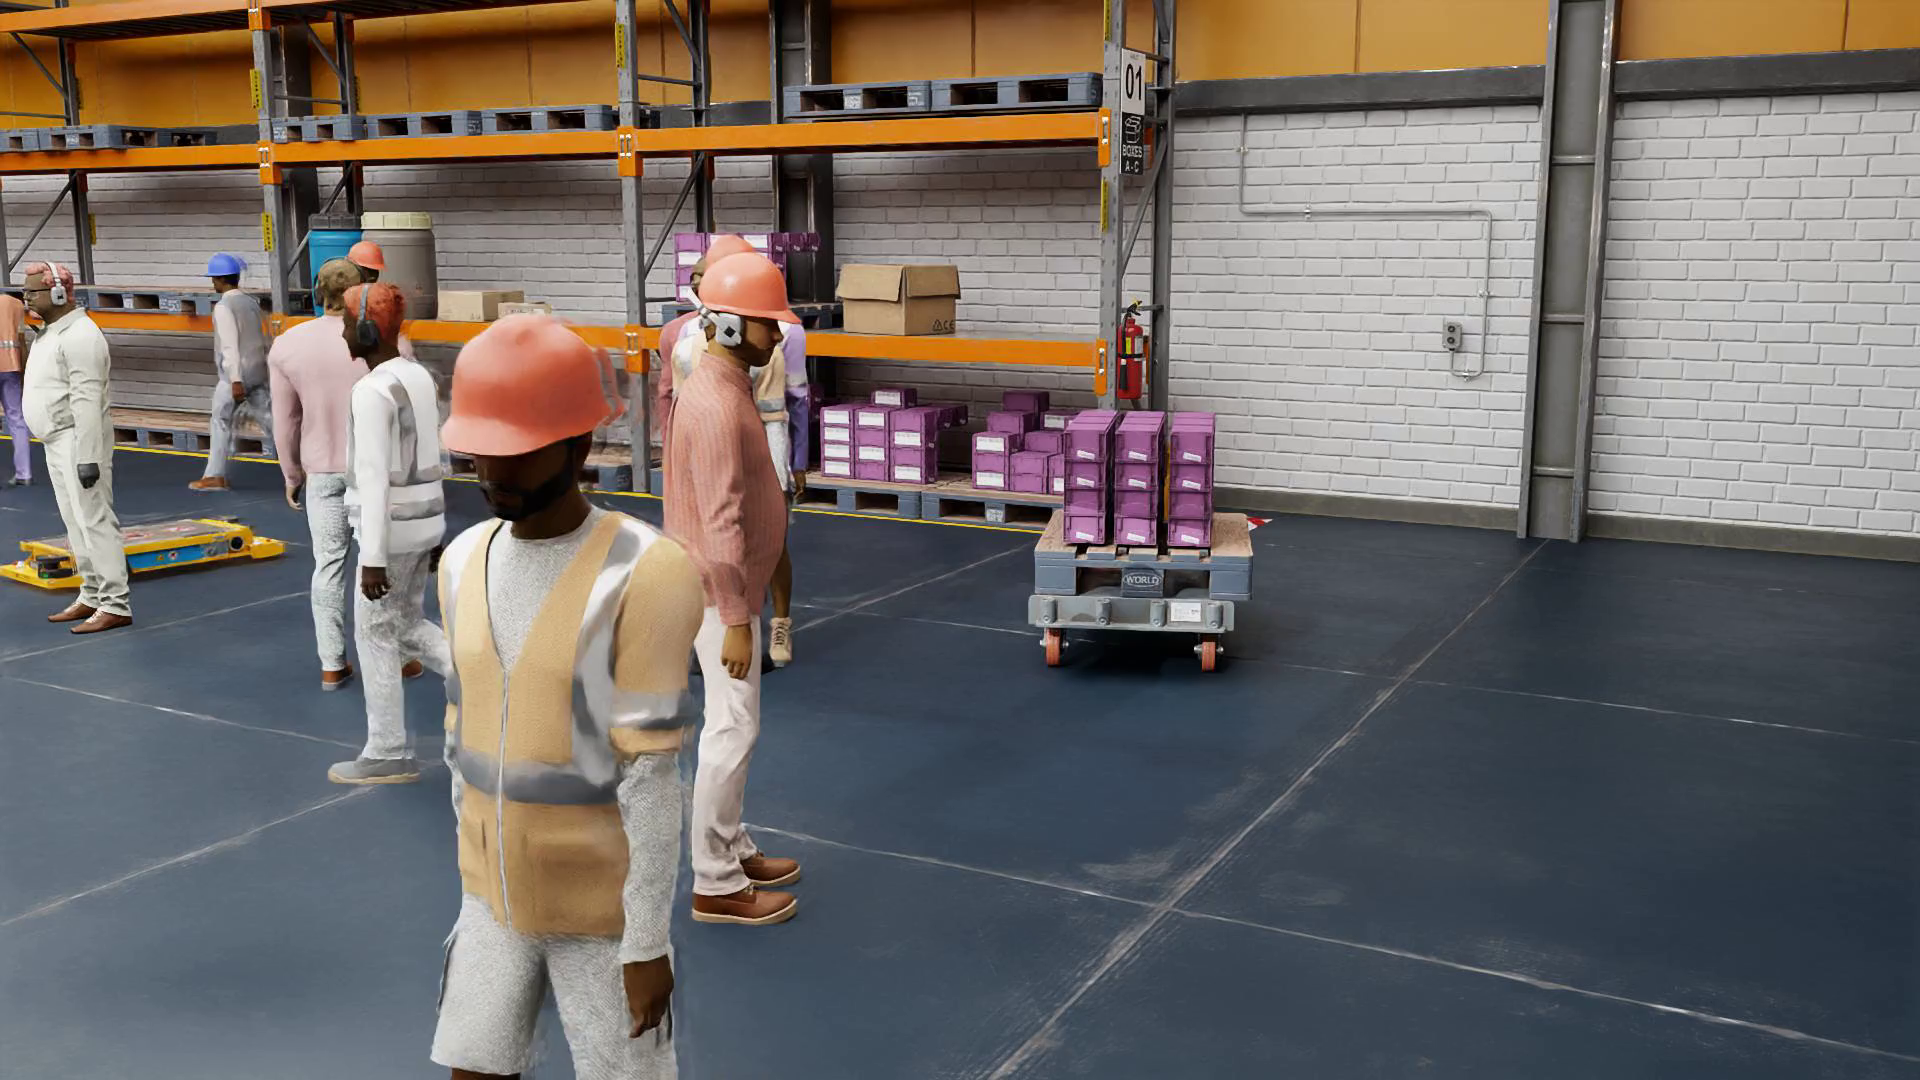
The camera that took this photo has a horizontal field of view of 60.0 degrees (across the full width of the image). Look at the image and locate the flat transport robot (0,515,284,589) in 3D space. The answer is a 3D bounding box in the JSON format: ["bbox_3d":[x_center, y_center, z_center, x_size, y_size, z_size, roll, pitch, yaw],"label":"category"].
[{"bbox_3d":[-4.955,0.058,10.108,0.652,0.197,1.431,8,13,38],"label":"flat transport robot"}]

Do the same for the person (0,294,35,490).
[{"bbox_3d":[-7.737,-1.312,13.332,0.385,1.837,0.563,7,12,32],"label":"person"}]

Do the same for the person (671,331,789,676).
[{"bbox_3d":[-1.038,-0.314,7.622,0.553,1.923,0.391,2,11,13],"label":"person"}]

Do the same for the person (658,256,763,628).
[{"bbox_3d":[-1.220,-0.469,8.445,0.638,1.933,0.365,2,11,12],"label":"person"}]

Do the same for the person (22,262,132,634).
[{"bbox_3d":[-4.584,-0.471,8.564,0.394,1.899,0.642,-10,14,-43],"label":"person"}]

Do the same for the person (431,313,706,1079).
[{"bbox_3d":[-0.642,0.561,2.852,0.549,1.916,0.709,5,12,27],"label":"person"}]

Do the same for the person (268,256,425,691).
[{"bbox_3d":[-2.713,-0.287,7.428,0.635,1.936,0.356,-1,10,-4],"label":"person"}]

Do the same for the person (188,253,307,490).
[{"bbox_3d":[-5.661,-1.331,13.285,1.000,1.902,0.621,1,10,4],"label":"person"}]

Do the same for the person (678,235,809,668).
[{"bbox_3d":[-1.013,-0.391,7.759,0.612,2.034,0.439,1,10,7],"label":"person"}]

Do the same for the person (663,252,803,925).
[{"bbox_3d":[-0.658,0.155,4.900,0.412,1.979,0.631,-1,10,-8],"label":"person"}]
